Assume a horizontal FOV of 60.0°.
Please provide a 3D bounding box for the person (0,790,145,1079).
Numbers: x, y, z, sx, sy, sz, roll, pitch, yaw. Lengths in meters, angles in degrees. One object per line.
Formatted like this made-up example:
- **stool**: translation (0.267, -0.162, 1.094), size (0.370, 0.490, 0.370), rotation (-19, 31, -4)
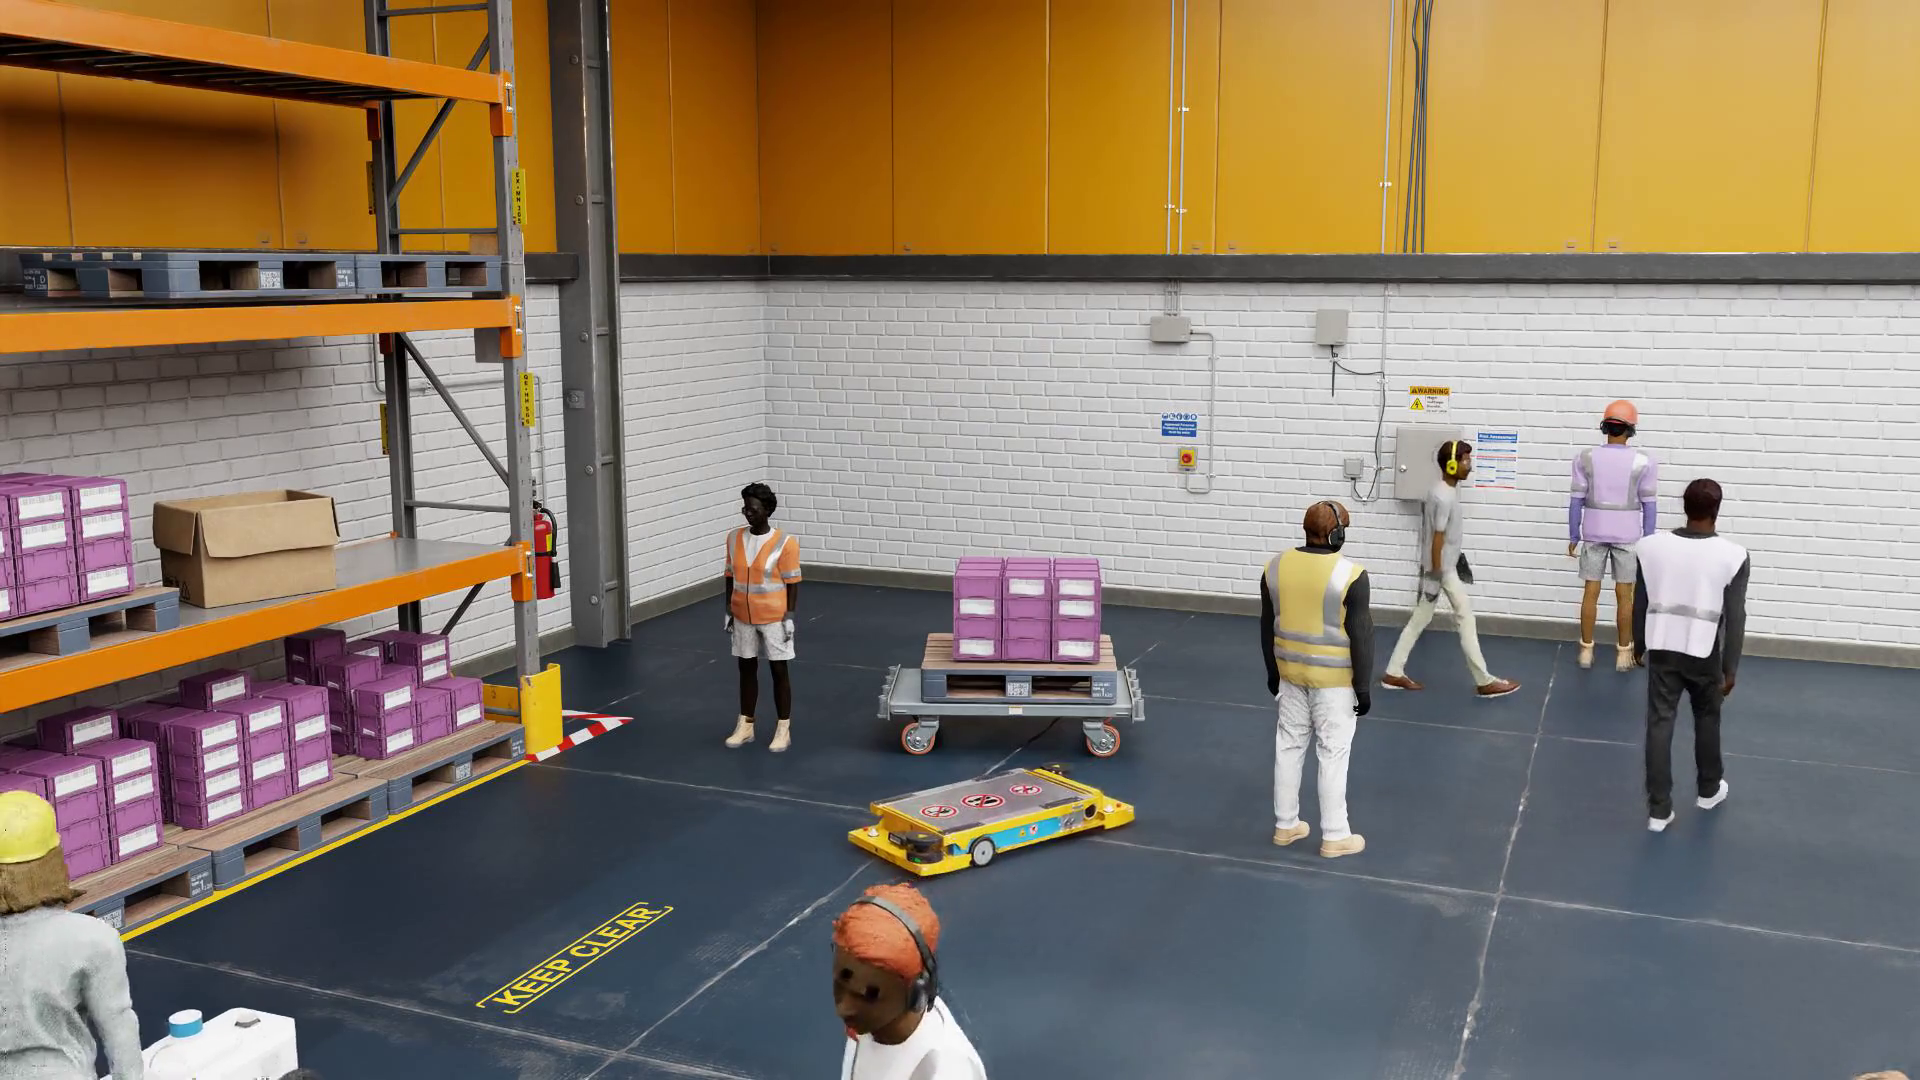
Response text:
- **person**: translation (-2.364, 1.474, 4.292), size (0.498, 1.718, 0.600), rotation (-2, 10, -12)

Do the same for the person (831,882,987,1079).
- **person**: translation (-0.052, 1.558, 3.409), size (0.481, 1.848, 0.599), rotation (-3, 10, -20)

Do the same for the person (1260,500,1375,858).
- **person**: translation (1.861, 0.707, 8.600), size (0.635, 1.842, 0.429), rotation (9, 13, 43)

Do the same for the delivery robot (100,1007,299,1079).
- **delivery robot**: translation (-2.560, 1.809, 5.530), size (0.477, 0.478, 0.707), rotation (4, 10, 21)

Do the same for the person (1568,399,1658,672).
- **person**: translation (4.902, -0.038, 12.510), size (0.614, 2.040, 0.391), rotation (5, 11, 28)

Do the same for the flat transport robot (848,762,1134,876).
- **flat transport robot**: translation (0.179, 1.455, 8.814), size (1.431, 0.197, 0.652), rotation (-7, 12, -37)

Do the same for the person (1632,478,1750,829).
- **person**: translation (4.006, 0.595, 9.141), size (0.611, 1.879, 0.906), rotation (7, 11, 35)

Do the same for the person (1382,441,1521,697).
- **person**: translation (3.466, 0.203, 11.734), size (0.943, 1.821, 0.522), rotation (1, 9, 6)

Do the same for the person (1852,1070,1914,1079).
- **person**: translation (1.725, 1.727, 3.151), size (0.514, 1.601, 0.818), rotation (5, 10, 26)

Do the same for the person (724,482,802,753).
- **person**: translation (-1.247, 0.481, 10.404), size (0.529, 1.697, 0.321), rotation (4, 10, 23)
